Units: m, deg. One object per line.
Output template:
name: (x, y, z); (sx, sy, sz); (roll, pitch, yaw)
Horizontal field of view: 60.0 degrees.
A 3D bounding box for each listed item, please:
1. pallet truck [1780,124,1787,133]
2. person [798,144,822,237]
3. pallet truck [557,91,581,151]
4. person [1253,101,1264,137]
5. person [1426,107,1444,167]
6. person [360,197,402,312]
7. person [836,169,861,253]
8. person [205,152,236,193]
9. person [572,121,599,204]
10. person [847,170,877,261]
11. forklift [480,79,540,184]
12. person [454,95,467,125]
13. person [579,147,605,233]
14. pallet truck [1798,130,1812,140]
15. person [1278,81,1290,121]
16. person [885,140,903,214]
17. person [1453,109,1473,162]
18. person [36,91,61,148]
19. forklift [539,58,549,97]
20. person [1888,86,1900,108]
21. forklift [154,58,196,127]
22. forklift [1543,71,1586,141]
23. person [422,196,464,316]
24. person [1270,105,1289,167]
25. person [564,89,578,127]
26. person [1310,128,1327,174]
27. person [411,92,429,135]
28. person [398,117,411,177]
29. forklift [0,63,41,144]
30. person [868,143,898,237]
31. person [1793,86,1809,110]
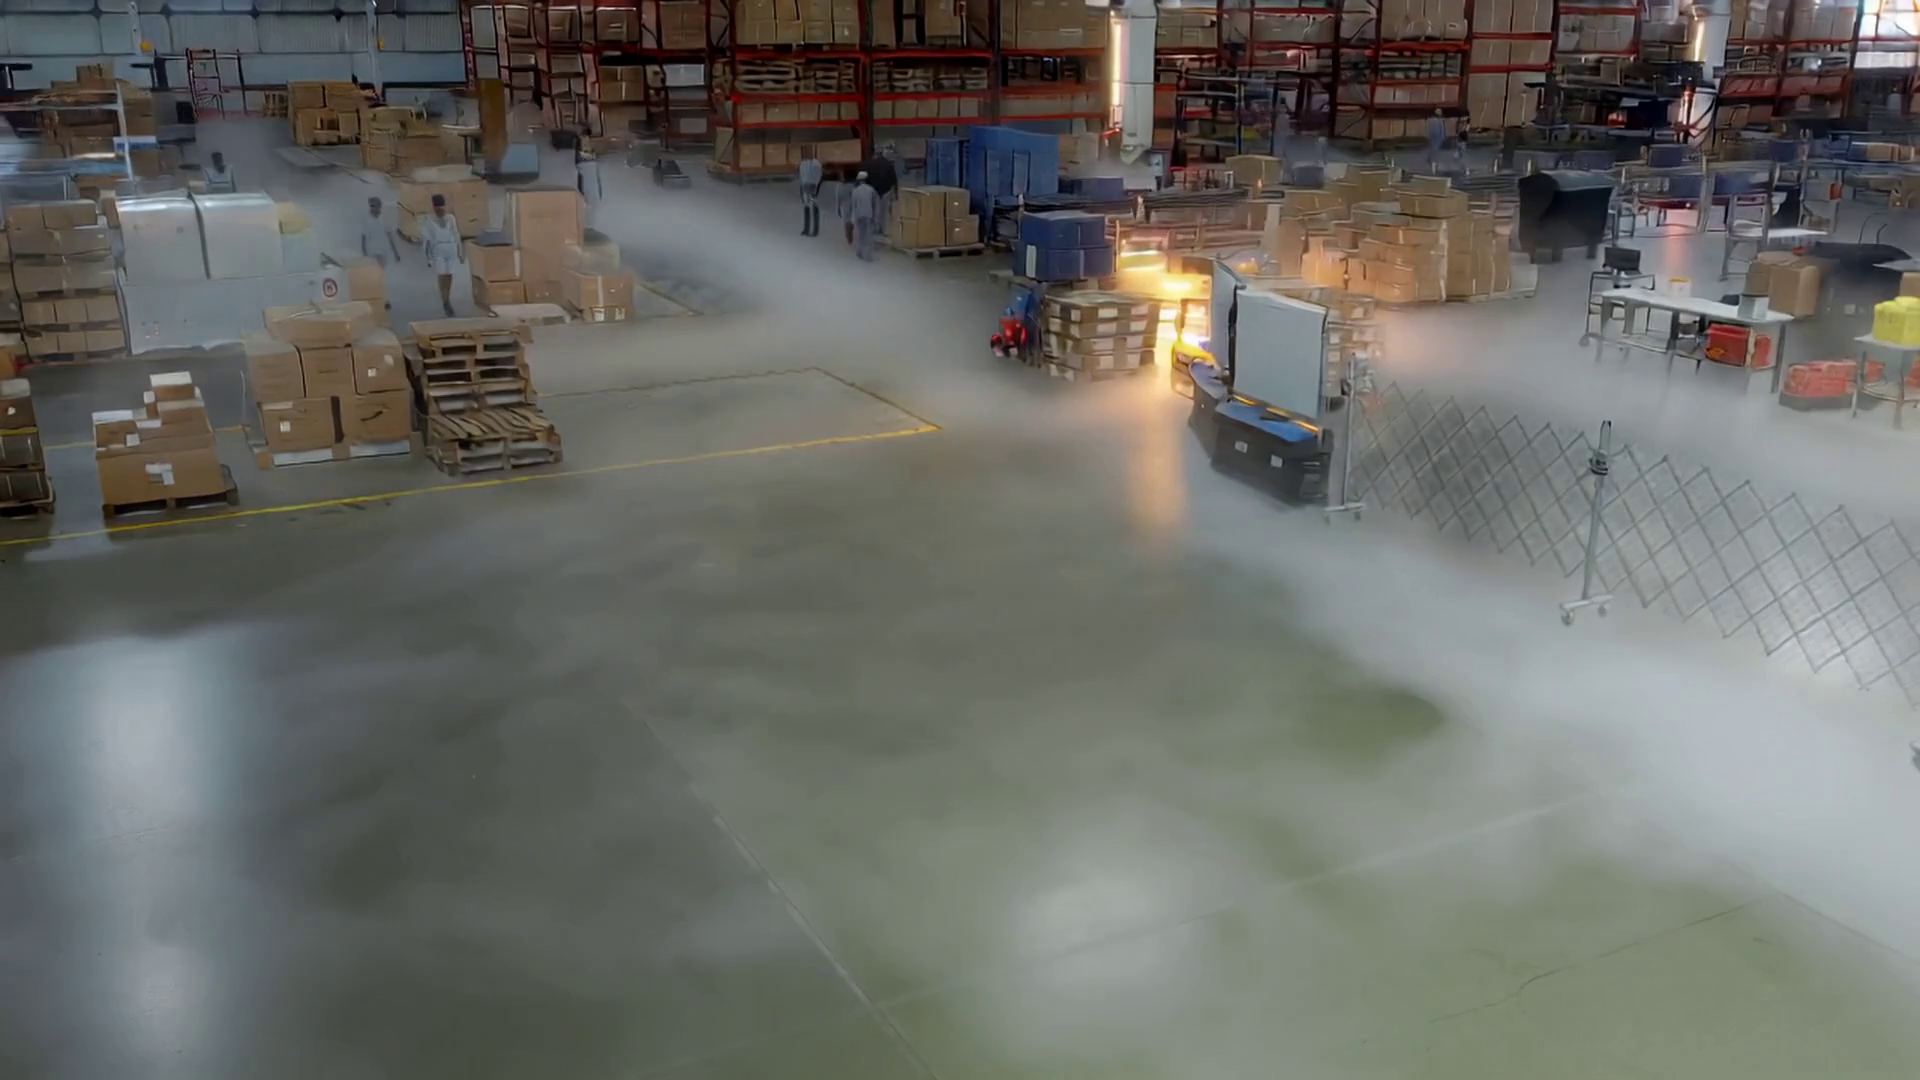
pallet truck: (25.206, -12.542, 52.601); (1.601, 1.201, 0.680); (0, 18, -2)
person: (-3.226, -7.484, 35.638); (0.612, 1.966, 0.362); (14, 22, 37)
pallet truck: (-13.495, -14.412, 57.188); (0.823, 1.965, 1.885); (-3, 18, -9)
person: (10.747, -15.097, 59.940); (0.513, 1.615, 0.518); (-5, 18, -15)
person: (14.587, -12.365, 51.093); (0.555, 1.818, 0.610); (-10, 21, -29)
person: (-9.345, -4.618, 26.931); (0.862, 1.835, 0.517); (14, 22, 36)
person: (-2.218, -6.654, 33.556); (0.538, 1.653, 0.867); (-7, 19, -21)
person: (-15.541, -7.226, 34.998); (0.610, 1.874, 1.004); (-11, 21, -32)
person: (-9.366, -9.455, 41.664); (0.536, 2.000, 0.676); (-14, 22, -37)
person: (-1.901, -6.311, 32.366); (0.540, 1.731, 0.775); (-15, 23, -38)
forklift: (-12.868, -11.420, 46.438); (1.873, 2.768, 1.129); (-9, 20, -26)
person: (-18.865, -15.973, 62.704); (0.516, 1.595, 0.855); (6, 19, 19)
person: (-7.975, -7.590, 36.164); (0.550, 1.839, 0.802); (-17, 24, -42)
pallet truck: (25.526, -11.556, 49.408); (1.630, 1.274, 0.653); (-9, 20, -26)
person: (12.978, -17.416, 66.702); (0.850, 1.916, 0.637); (-4, 18, -11)
person: (-1.571, -8.687, 39.742); (0.525, 1.745, 0.621); (7, 19, 20)
person: (16.022, -12.856, 52.895); (0.894, 1.643, 0.543); (-11, 21, -32)
person: (-31.858, -14.686, 58.137); (0.629, 1.940, 0.373); (-6, 19, -18)
forklift: (-16.329, -17.723, 66.088); (1.873, 2.768, 1.129); (-9, 20, -26)
person: (36.952, -17.081, 65.883); (0.328, 1.767, 0.530); (-4, 18, -11)
forklift: (-31.504, -17.653, 65.870); (1.873, 2.768, 1.129); (-9, 20, -26)
forklift: (18.685, -13.231, 52.085); (1.873, 2.768, 1.129); (-9, 20, -26)
person: (-8.276, -4.565, 26.675); (0.547, 1.884, 0.996); (-11, 21, -30)
person: (9.823, -12.428, 51.185); (0.651, 1.885, 0.791); (-6, 19, -17)
person: (-14.378, -15.686, 61.407); (0.429, 1.847, 0.627); (8, 20, 24)
person: (9.876, -10.496, 45.649); (0.896, 1.584, 0.500); (-1, 18, -4)
person: (-18.963, -14.786, 58.502); (0.594, 1.910, 0.384); (2, 18, 8)
person: (-15.423, -10.909, 46.566); (1.029, 1.816, 0.579); (-14, 23, -37)
forklift: (-34.035, -15.536, 59.268); (1.873, 2.768, 1.129); (-9, 20, -26)
person: (-1.646, -7.567, 35.916); (0.620, 1.952, 0.949); (1, 18, 3)
person: (31.456, -16.025, 62.325); (0.421, 1.924, 0.570); (-9, 20, -26)
